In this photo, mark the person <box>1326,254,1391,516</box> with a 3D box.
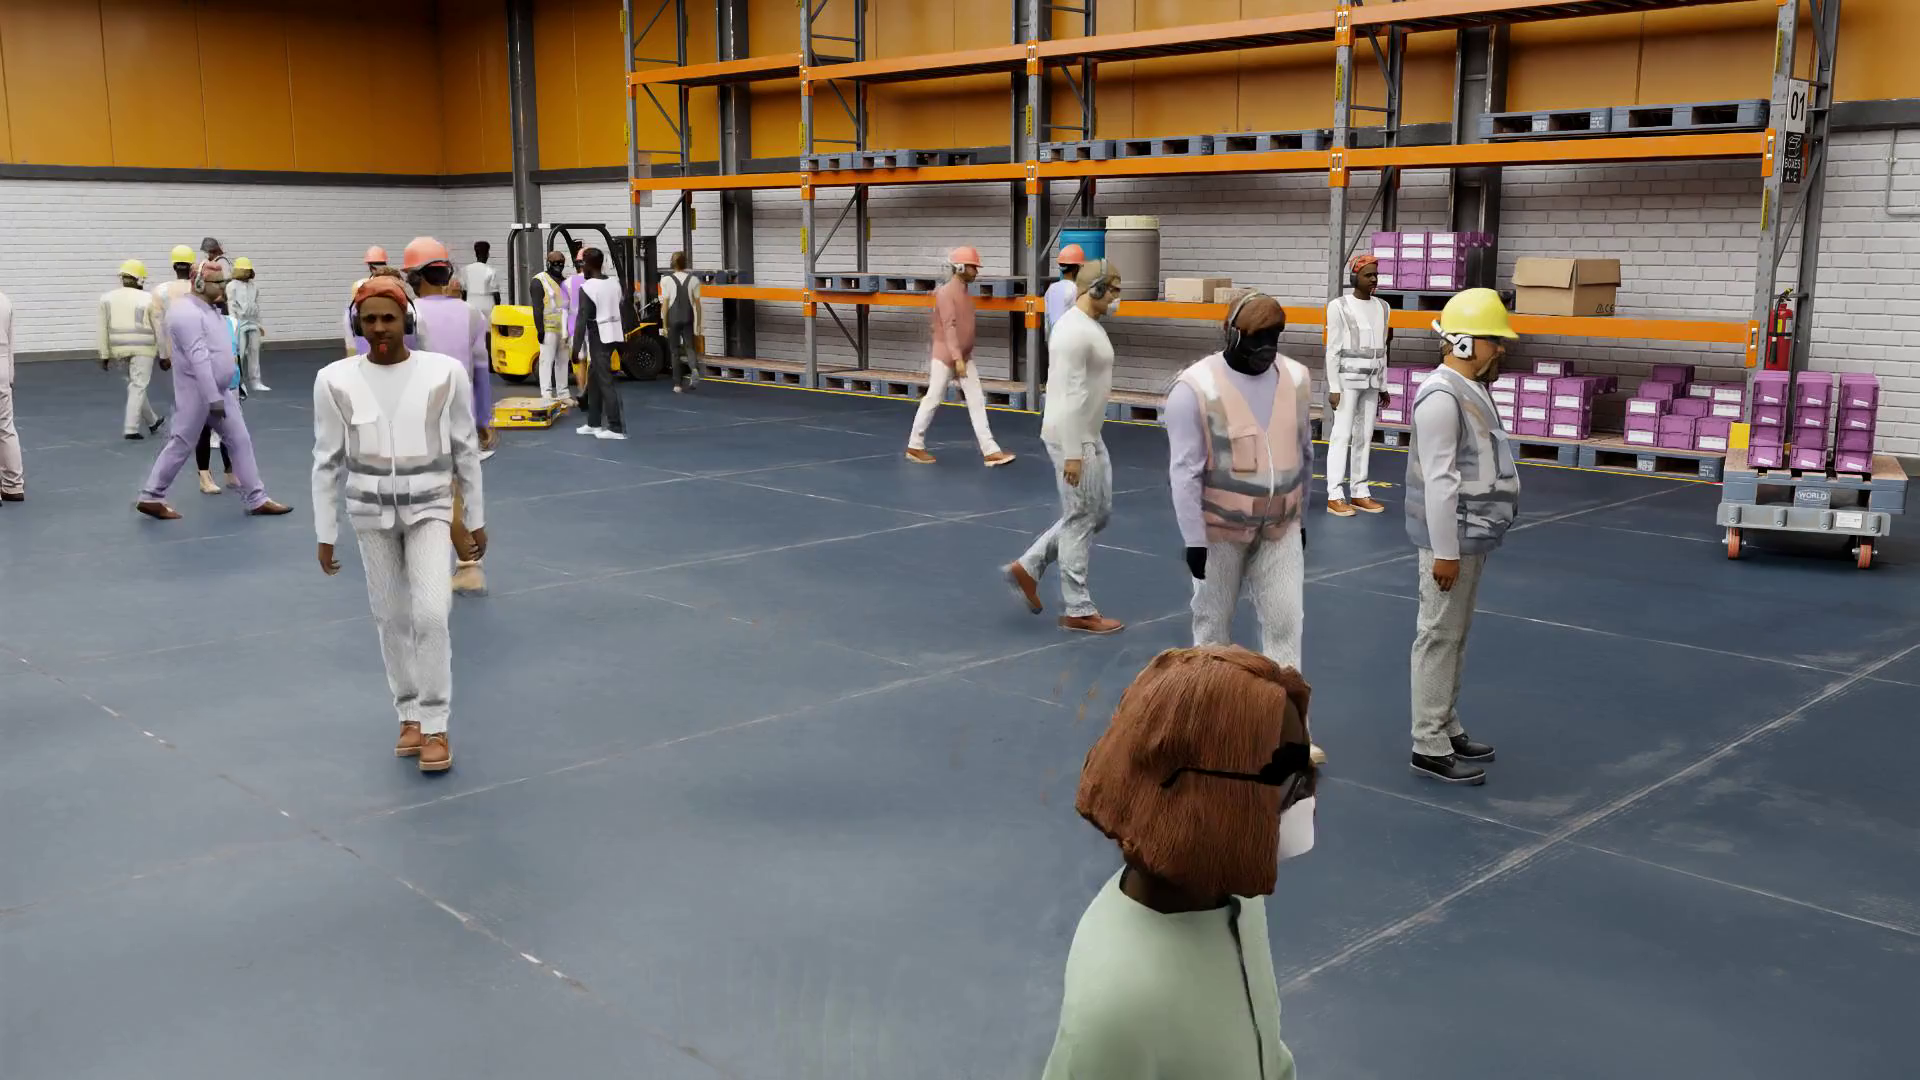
[{"bbox_3d":[2.894,-1.118,12.076,0.575,1.883,0.355,-7,12,-32],"label":"person"}]

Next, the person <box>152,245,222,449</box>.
[{"bbox_3d":[-7.245,-1.798,15.656,0.587,1.928,0.363,-6,12,-29],"label":"person"}]

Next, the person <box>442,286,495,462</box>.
[{"bbox_3d":[-4.485,-1.435,14.543,0.751,1.601,0.529,-3,11,-14],"label":"person"}]

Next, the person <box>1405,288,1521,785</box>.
[{"bbox_3d":[1.873,-0.020,6.227,0.404,1.831,0.588,5,12,25],"label":"person"}]

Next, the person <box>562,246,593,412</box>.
[{"bbox_3d":[-4.263,-2.380,18.897,0.582,1.909,0.681,1,10,7],"label":"person"}]

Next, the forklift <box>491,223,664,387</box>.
[{"bbox_3d":[-5.316,-3.263,22.920,2.313,2.155,1.214,-10,14,-44],"label":"forklift"}]

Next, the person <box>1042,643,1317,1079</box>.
[{"bbox_3d":[0.262,0.889,1.923,0.862,1.584,0.538,4,11,21],"label":"person"}]

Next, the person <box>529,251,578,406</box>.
[{"bbox_3d":[-4.741,-2.467,19.560,0.430,1.839,0.619,6,12,31],"label":"person"}]

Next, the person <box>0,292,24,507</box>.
[{"bbox_3d":[-7.338,-1.191,12.424,0.402,1.899,0.652,1,10,5],"label":"person"}]

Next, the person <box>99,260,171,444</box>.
[{"bbox_3d":[-8.119,-1.872,16.477,0.607,1.772,0.936,1,10,5],"label":"person"}]

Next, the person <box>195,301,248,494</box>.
[{"bbox_3d":[-5.867,-1.218,13.125,0.318,1.697,0.533,5,12,27],"label":"person"}]

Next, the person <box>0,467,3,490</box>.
[{"bbox_3d":[-7.792,-1.242,12.872,0.731,1.837,0.521,-6,12,-28],"label":"person"}]

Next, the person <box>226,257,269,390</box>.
[{"bbox_3d":[-9.269,-2.798,21.619,0.302,1.744,0.489,5,11,25],"label":"person"}]

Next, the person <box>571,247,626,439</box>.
[{"bbox_3d":[-3.687,-1.955,16.589,0.761,1.892,0.630,4,11,19],"label":"person"}]

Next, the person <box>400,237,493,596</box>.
[{"bbox_3d":[-3.053,-0.706,9.482,0.980,1.996,0.637,8,13,37],"label":"person"}]

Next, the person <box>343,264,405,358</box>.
[{"bbox_3d":[-4.016,-1.024,11.714,0.575,1.821,0.605,-4,11,-19],"label":"person"}]

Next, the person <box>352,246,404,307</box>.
[{"bbox_3d":[-6.227,-2.200,17.889,0.558,1.915,0.812,-3,11,-18],"label":"person"}]

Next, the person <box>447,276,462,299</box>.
[{"bbox_3d":[-5.312,-1.950,17.398,0.515,1.593,0.861,-6,12,-28],"label":"person"}]

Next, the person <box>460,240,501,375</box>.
[{"bbox_3d":[-6.919,-3.337,23.981,0.624,1.948,0.581,2,11,9],"label":"person"}]

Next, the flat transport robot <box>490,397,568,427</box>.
[{"bbox_3d":[-4.674,-1.386,17.931,0.652,0.197,1.431,-1,10,-4],"label":"flat transport robot"}]

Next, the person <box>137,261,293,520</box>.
[{"bbox_3d":[-5.407,-1.051,11.831,1.001,1.852,0.633,0,10,0],"label":"person"}]

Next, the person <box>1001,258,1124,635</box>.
[{"bbox_3d":[0.542,-0.480,8.533,0.616,1.909,0.693,3,11,16],"label":"person"}]

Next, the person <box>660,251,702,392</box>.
[{"bbox_3d":[-3.555,-2.776,21.274,0.512,1.828,0.653,-4,11,-22],"label":"person"}]

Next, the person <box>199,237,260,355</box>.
[{"bbox_3d":[-11.925,-3.936,27.008,0.764,2.000,0.718,-8,13,-37],"label":"person"}]

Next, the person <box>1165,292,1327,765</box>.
[{"bbox_3d":[1.120,-0.028,6.326,0.651,1.804,0.824,-3,11,-16],"label":"person"}]

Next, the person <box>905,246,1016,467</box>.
[{"bbox_3d":[-0.032,-1.603,14.599,1.080,1.937,0.618,7,12,32],"label":"person"}]

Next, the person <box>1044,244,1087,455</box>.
[{"bbox_3d":[1.001,-1.723,15.216,0.375,1.939,0.546,-7,12,-32],"label":"person"}]

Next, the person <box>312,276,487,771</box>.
[{"bbox_3d":[-2.125,-0.048,6.274,0.617,1.862,0.700,-2,11,-9],"label":"person"}]
